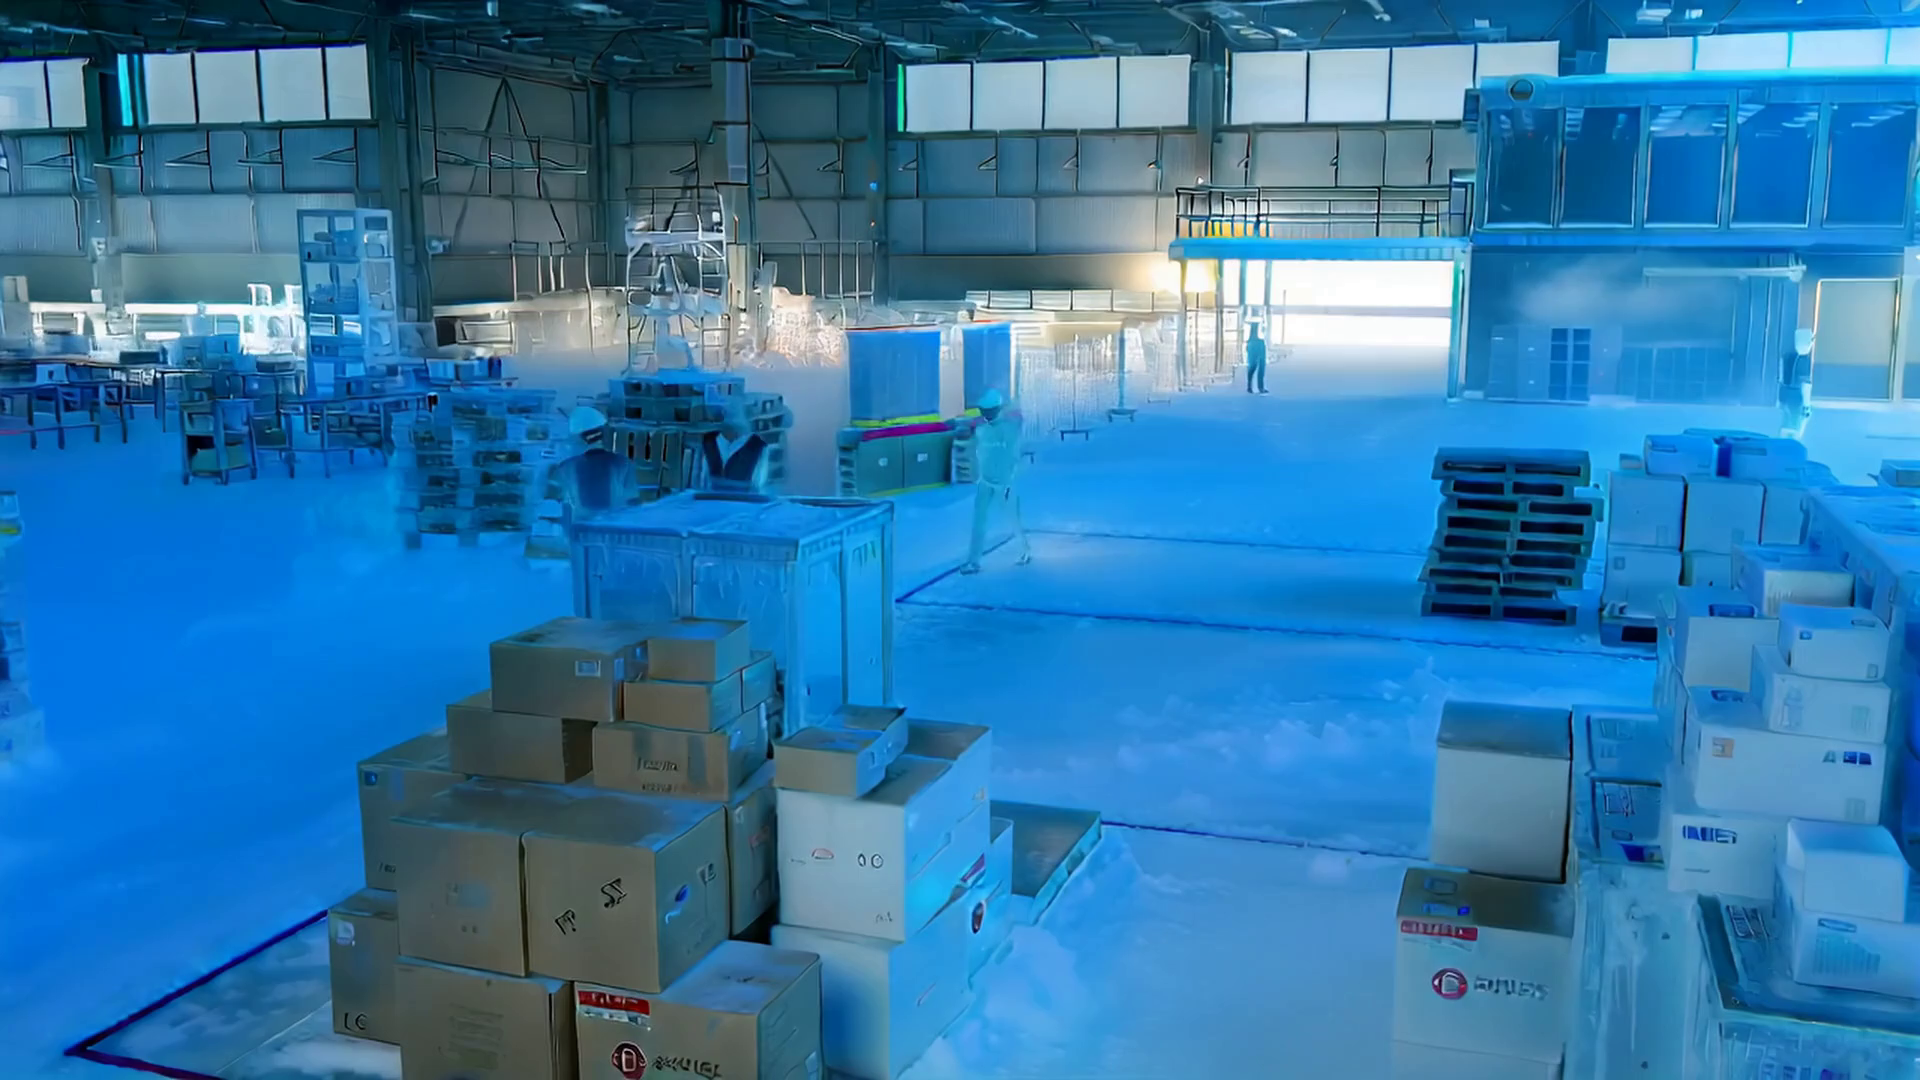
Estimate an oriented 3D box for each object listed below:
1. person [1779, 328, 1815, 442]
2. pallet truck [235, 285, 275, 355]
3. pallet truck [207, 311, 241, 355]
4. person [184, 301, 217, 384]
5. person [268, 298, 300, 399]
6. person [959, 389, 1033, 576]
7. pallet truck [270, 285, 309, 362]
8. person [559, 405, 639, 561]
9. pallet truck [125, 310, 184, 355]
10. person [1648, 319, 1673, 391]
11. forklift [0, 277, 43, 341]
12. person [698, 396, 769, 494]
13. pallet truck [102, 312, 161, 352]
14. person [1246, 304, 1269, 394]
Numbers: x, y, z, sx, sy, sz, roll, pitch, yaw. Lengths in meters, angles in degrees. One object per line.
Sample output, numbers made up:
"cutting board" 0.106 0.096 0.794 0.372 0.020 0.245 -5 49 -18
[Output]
"person" 10.877 -1.773 21.632 0.362 1.965 0.611 -1 10 -3
"pallet truck" -18.327 -5.835 44.421 0.823 1.965 1.885 4 11 23
"pallet truck" -19.537 -5.575 44.913 0.653 1.274 1.630 3 11 19
"person" -15.378 -3.899 33.801 0.431 1.890 0.676 5 11 27
"person" -13.359 -3.779 32.845 0.628 2.008 0.973 -9 13 -40
"person" 0.367 -0.557 15.491 0.521 1.717 0.933 7 12 35
"pallet truck" -17.147 -5.700 43.663 0.823 1.965 1.885 3 11 17
"person" -2.561 0.005 11.820 0.559 1.908 0.748 0 10 -1
"pallet truck" -22.038 -5.665 45.457 0.704 1.261 1.522 3 11 17
"person" 14.324 -3.911 33.814 0.642 1.909 0.409 0 10 -3
"forklift" -27.151 -6.329 46.328 1.157 1.987 2.680 3 11 17
"person" -1.759 -0.210 13.046 0.641 1.888 0.531 4 11 22
"pallet truck" -23.057 -5.777 46.261 0.680 1.201 1.601 3 11 19
"person" 6.054 -3.888 33.884 0.508 1.847 0.345 8 13 38
